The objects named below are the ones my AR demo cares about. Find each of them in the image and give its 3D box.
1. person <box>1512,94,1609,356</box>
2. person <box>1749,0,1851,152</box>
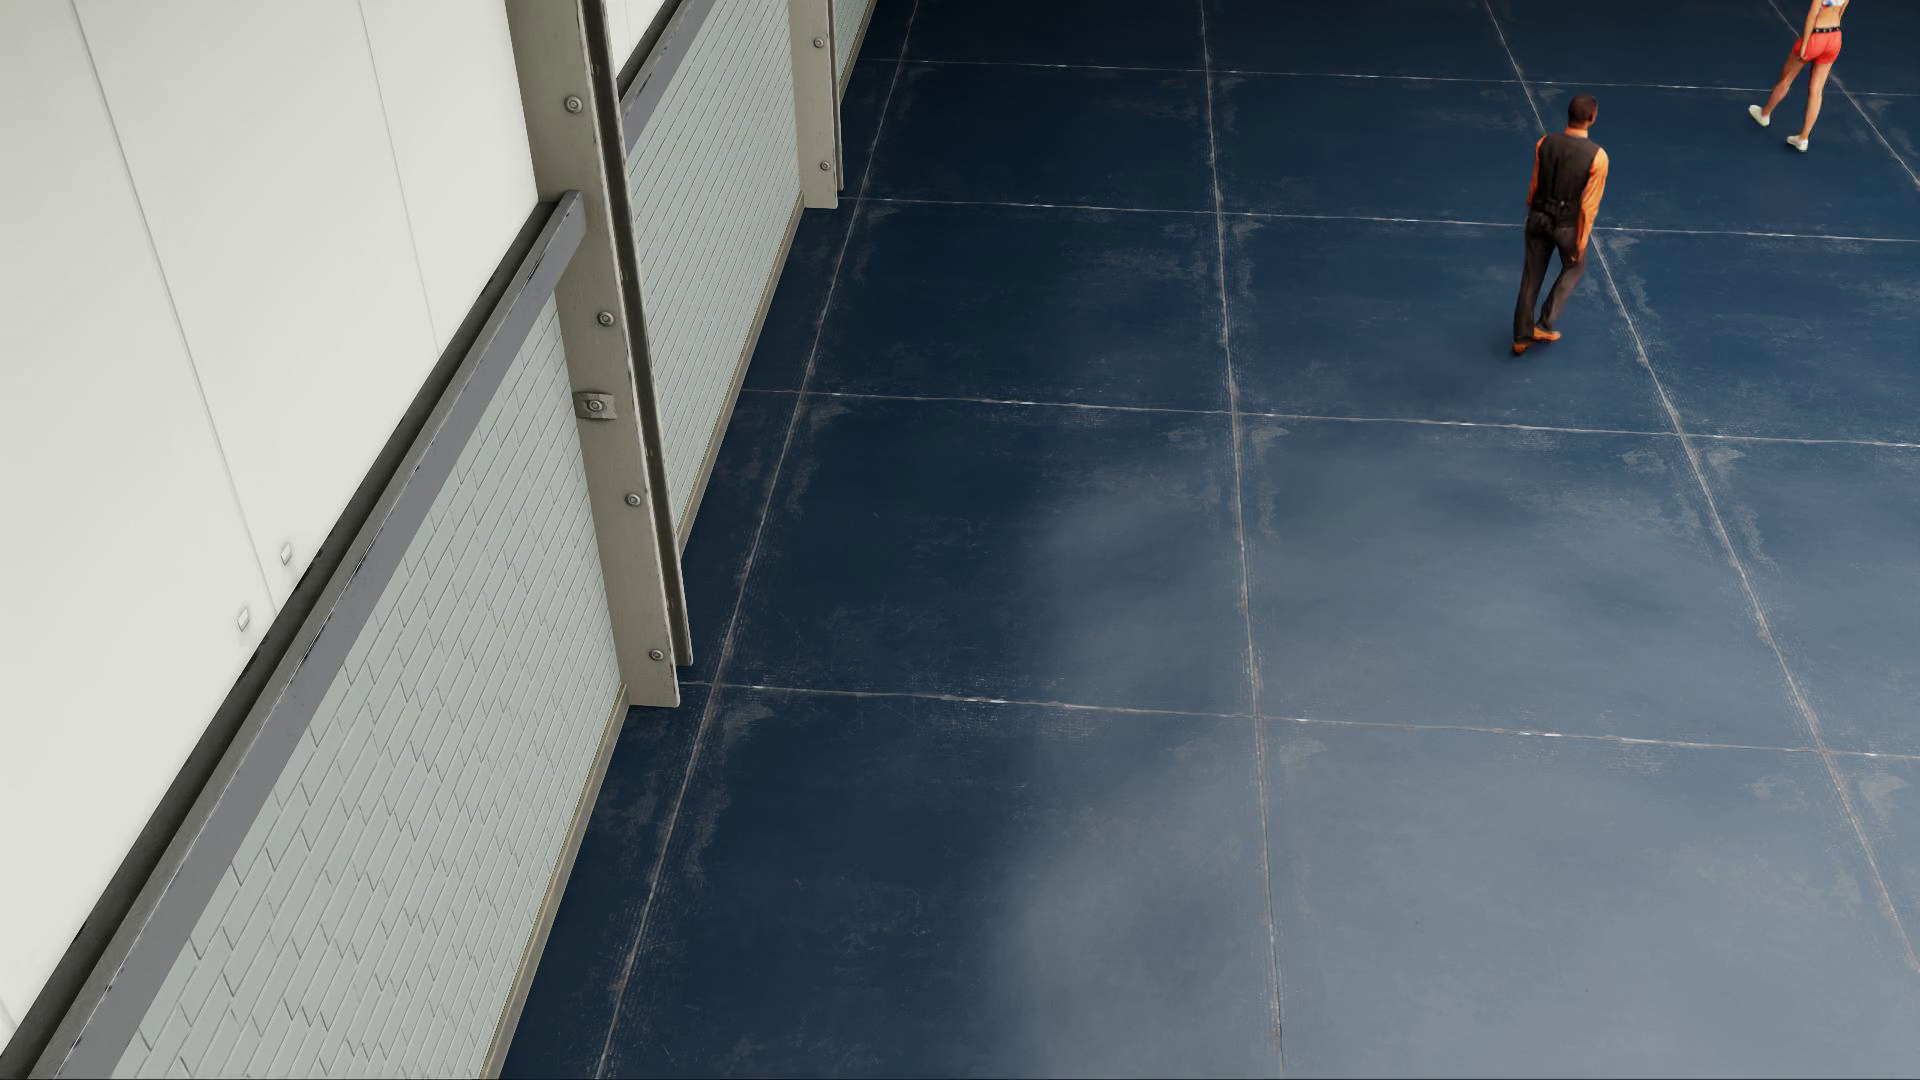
[{"bbox_3d":[4.072,-2.120,11.485,0.863,1.896,0.914,30,47,33],"label":"person"},{"bbox_3d":[7.406,-4.204,14.259,0.733,1.761,1.066,-5,38,-6],"label":"person"}]
